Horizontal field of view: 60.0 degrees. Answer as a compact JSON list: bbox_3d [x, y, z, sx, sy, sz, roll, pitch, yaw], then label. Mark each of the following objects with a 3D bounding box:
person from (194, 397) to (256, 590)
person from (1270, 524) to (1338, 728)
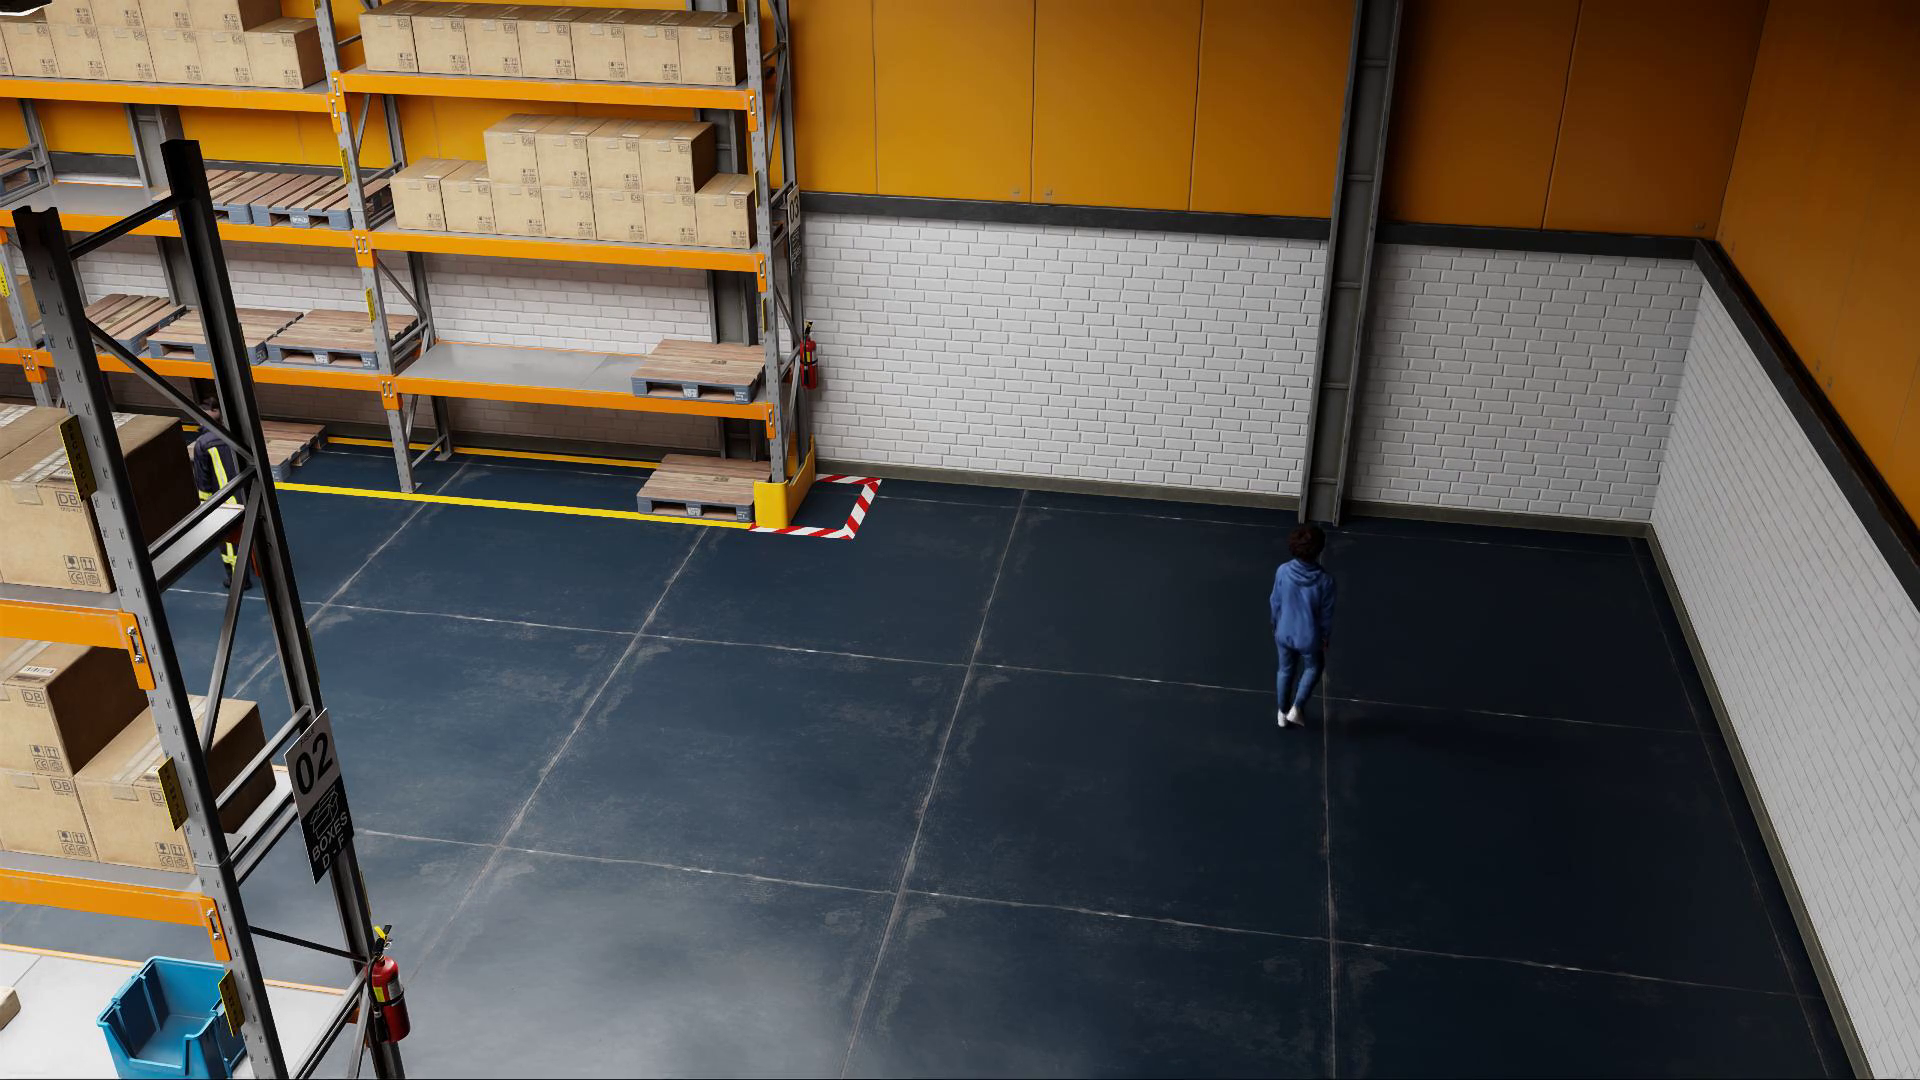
[{"bbox_3d":[-6.671,-0.447,15.213,0.789,1.859,0.818,13,31,23],"label":"person"},{"bbox_3d":[2.662,0.742,13.100,0.733,1.795,0.845,15,32,26],"label":"person"}]
